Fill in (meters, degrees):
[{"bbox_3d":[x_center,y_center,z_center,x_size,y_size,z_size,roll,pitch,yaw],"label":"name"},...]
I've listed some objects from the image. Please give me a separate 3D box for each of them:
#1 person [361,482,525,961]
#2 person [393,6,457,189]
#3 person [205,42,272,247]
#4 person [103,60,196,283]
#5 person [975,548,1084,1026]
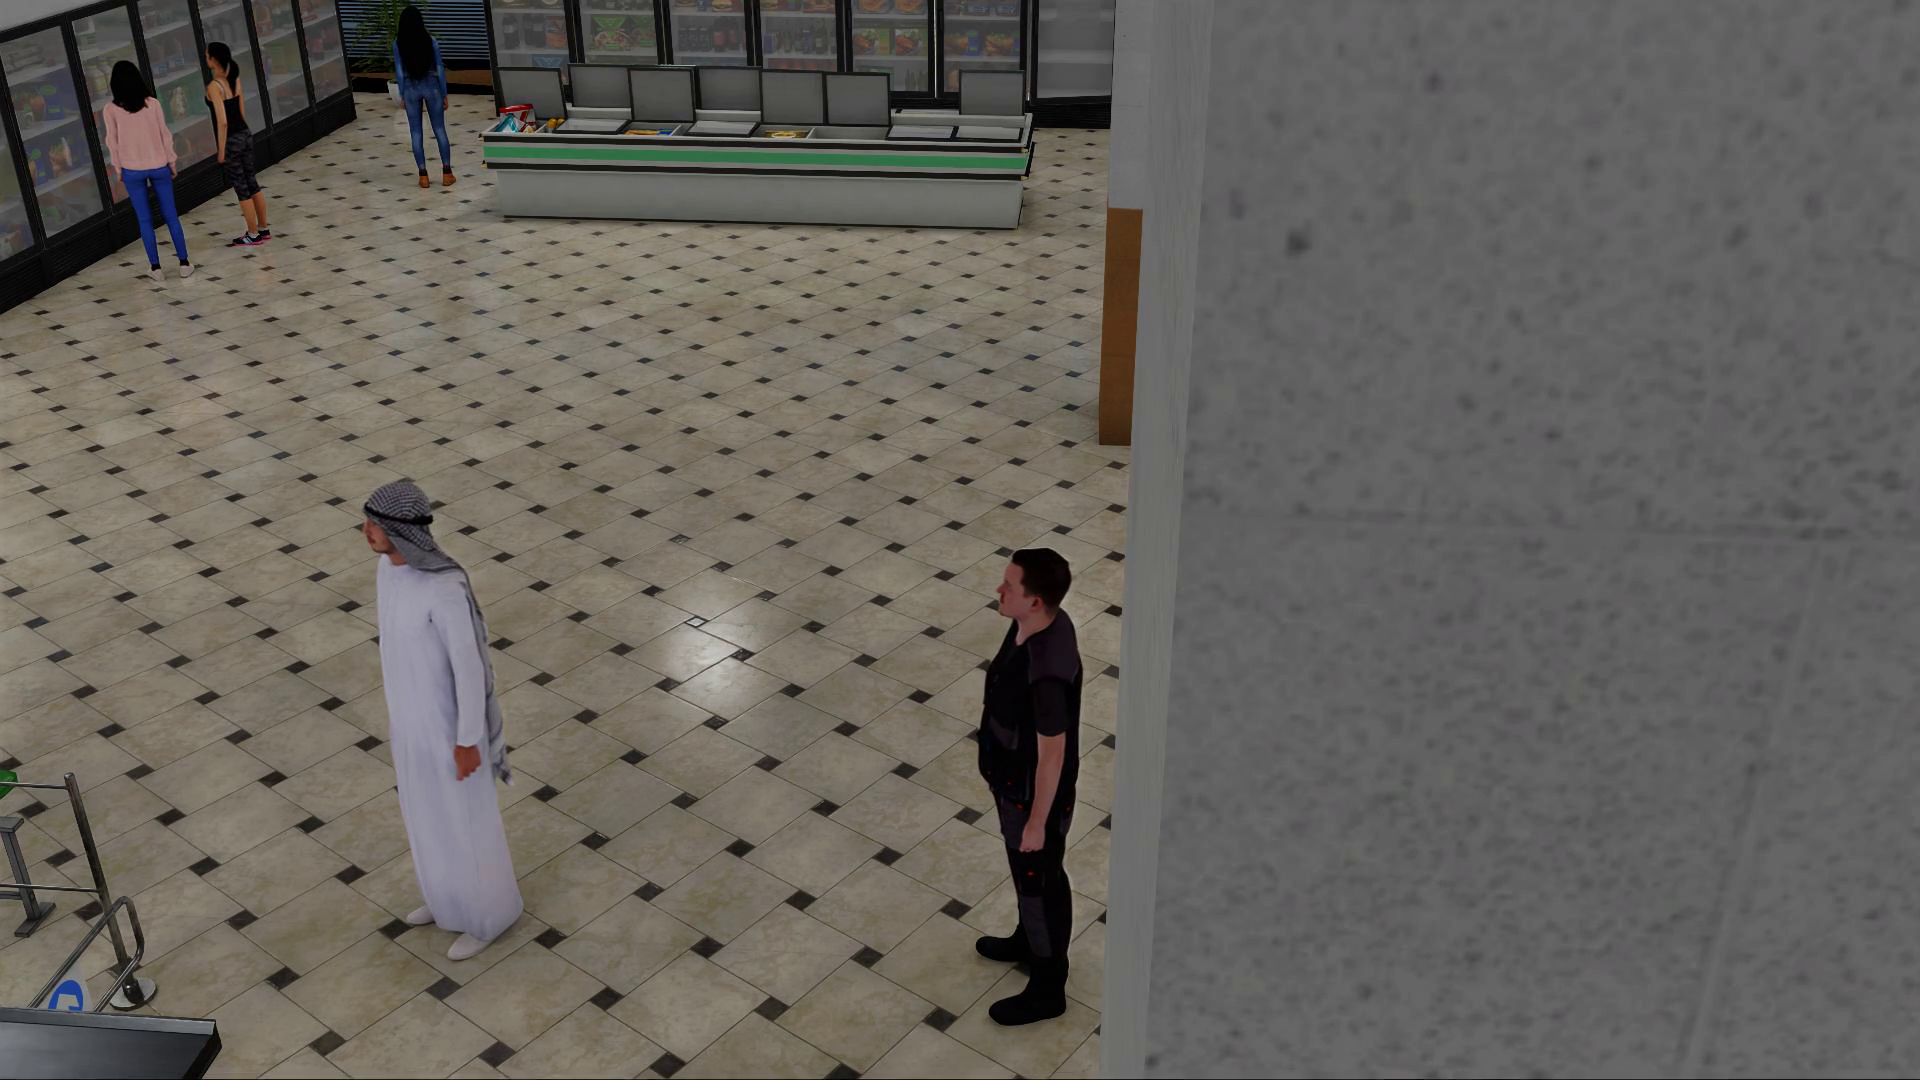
[{"bbox_3d":[-1.920,0.661,6.127,0.779,1.926,0.860,24,35,38],"label":"person"},{"bbox_3d":[-5.208,-4.296,16.139,0.574,1.713,0.728,-7,28,-14],"label":"person"},{"bbox_3d":[-6.275,-3.433,14.418,0.557,1.729,0.579,4,27,9],"label":"person"},{"bbox_3d":[-6.614,-2.994,13.510,0.678,1.768,0.791,-14,30,-25],"label":"person"},{"bbox_3d":[0.256,0.856,5.831,0.651,1.845,0.767,-3,27,-5],"label":"person"}]
